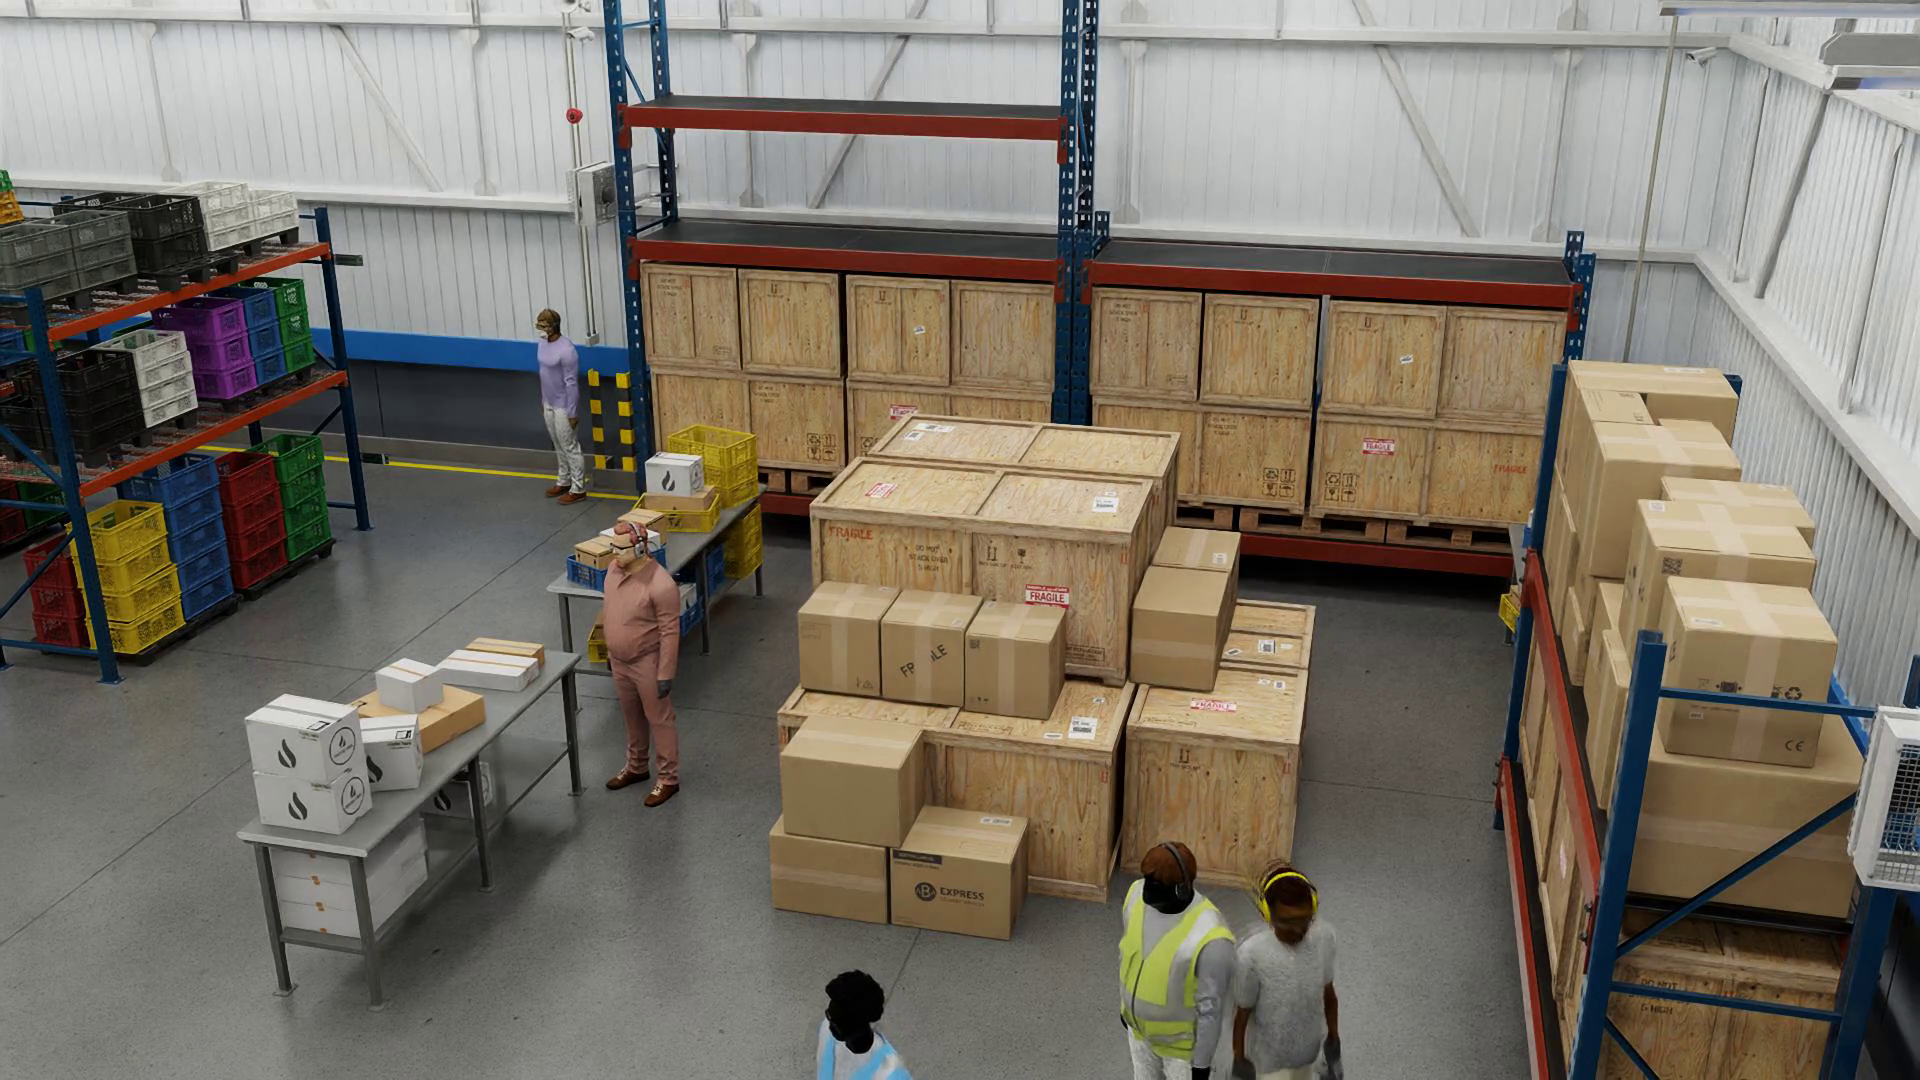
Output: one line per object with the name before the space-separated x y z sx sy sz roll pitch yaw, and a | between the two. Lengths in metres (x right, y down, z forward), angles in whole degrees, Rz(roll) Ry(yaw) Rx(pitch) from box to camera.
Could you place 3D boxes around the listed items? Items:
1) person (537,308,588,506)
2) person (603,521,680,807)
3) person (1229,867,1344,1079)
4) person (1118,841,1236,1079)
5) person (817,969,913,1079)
person | -3.866 -1.300 16.110 0.363 1.932 0.629 -15 26 -35
person | -2.070 0.780 10.694 0.642 1.909 0.410 17 26 37
person | 1.366 2.178 7.149 0.514 1.832 0.904 -10 23 -25
person | 0.902 2.128 7.277 0.432 1.836 0.618 -14 25 -33
person | -0.386 2.444 6.627 0.320 1.695 0.538 -17 27 -38
